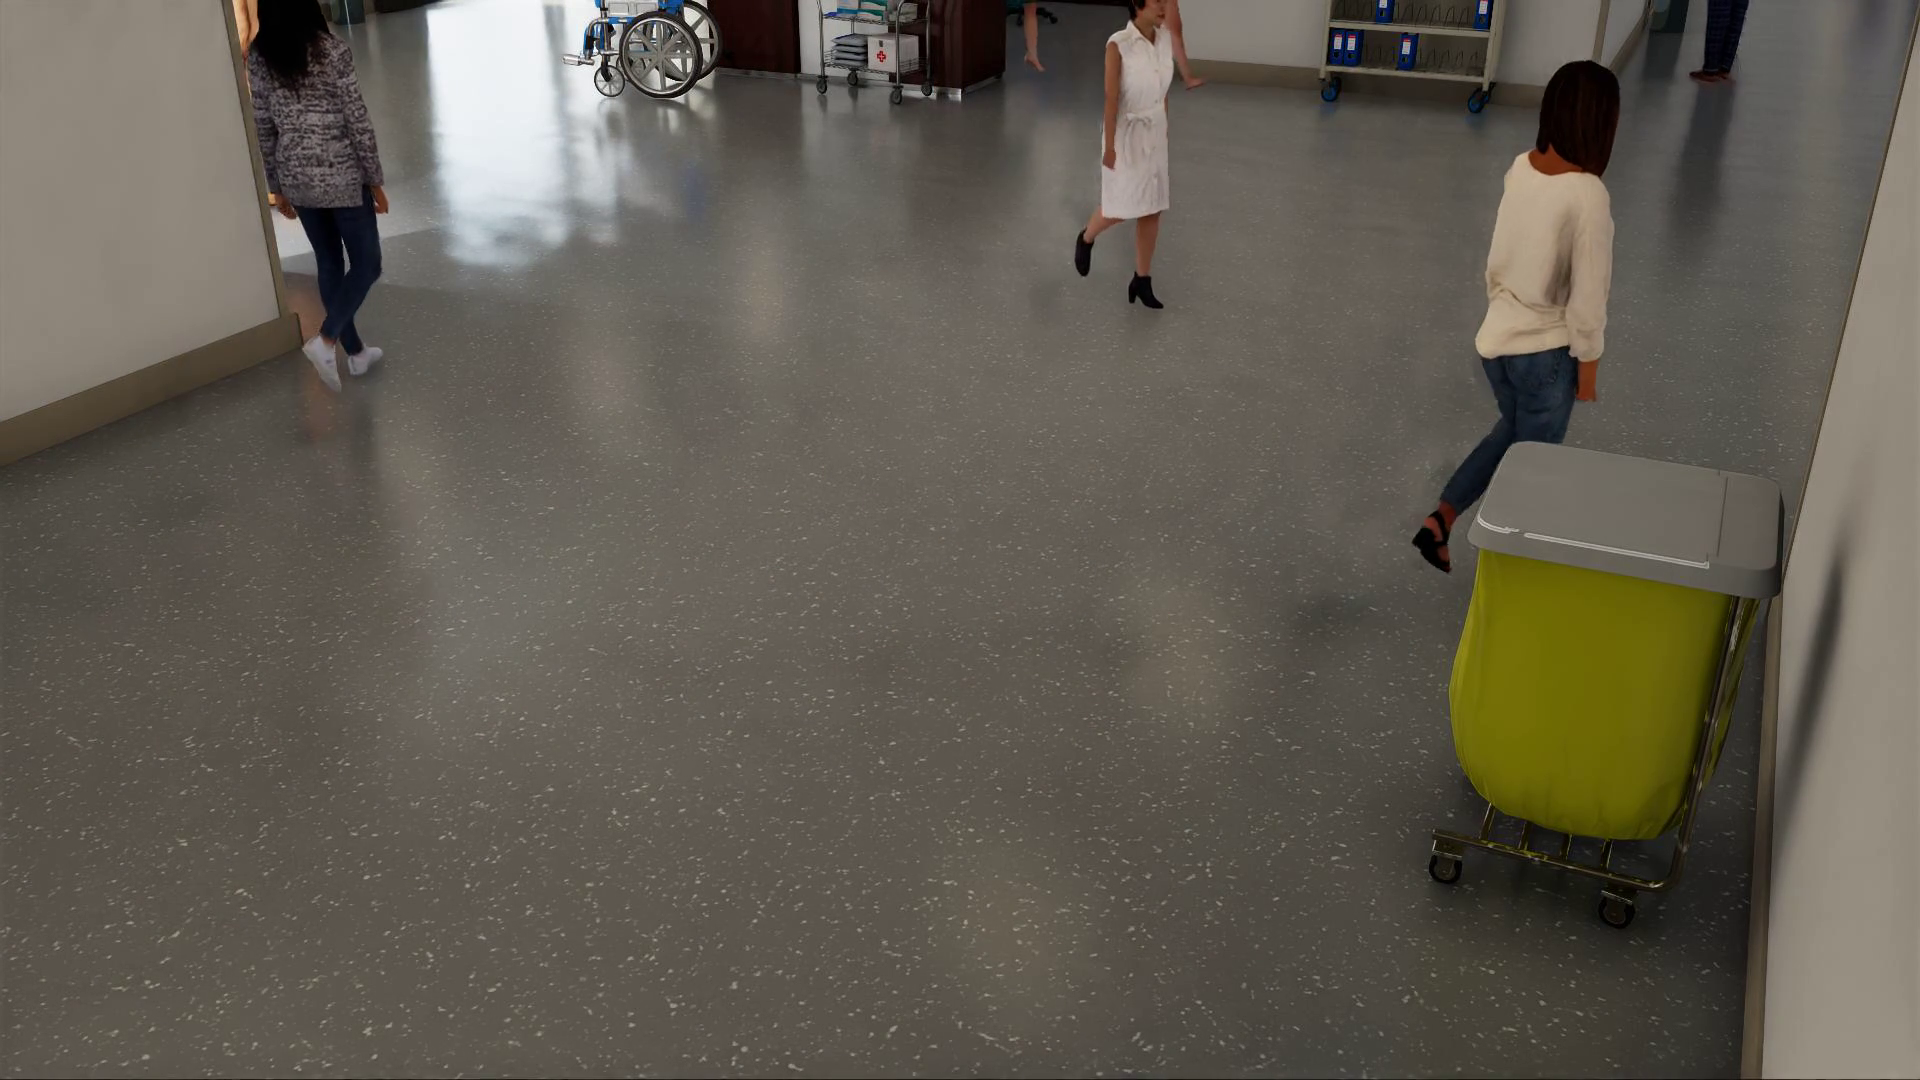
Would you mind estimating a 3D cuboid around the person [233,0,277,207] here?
[{"bbox_3d":[-3.955,-2.779,9.418,0.681,1.726,0.702,6,26,12],"label":"person"}]

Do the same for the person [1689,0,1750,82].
[{"bbox_3d":[6.066,-4.533,12.993,0.791,1.823,0.859,-5,26,-11],"label":"person"}]

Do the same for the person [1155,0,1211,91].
[{"bbox_3d":[1.505,-4.275,12.649,0.898,1.657,1.183,-21,33,-37],"label":"person"}]

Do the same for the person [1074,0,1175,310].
[{"bbox_3d":[0.773,-1.859,7.773,0.764,1.540,0.882,-18,31,-33],"label":"person"}]

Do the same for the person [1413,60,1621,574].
[{"bbox_3d":[1.627,-0.562,4.935,0.854,1.669,0.797,-6,26,-12],"label":"person"}]

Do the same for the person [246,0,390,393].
[{"bbox_3d":[-2.558,-1.405,6.628,1.004,1.717,0.885,2,26,5],"label":"person"}]
